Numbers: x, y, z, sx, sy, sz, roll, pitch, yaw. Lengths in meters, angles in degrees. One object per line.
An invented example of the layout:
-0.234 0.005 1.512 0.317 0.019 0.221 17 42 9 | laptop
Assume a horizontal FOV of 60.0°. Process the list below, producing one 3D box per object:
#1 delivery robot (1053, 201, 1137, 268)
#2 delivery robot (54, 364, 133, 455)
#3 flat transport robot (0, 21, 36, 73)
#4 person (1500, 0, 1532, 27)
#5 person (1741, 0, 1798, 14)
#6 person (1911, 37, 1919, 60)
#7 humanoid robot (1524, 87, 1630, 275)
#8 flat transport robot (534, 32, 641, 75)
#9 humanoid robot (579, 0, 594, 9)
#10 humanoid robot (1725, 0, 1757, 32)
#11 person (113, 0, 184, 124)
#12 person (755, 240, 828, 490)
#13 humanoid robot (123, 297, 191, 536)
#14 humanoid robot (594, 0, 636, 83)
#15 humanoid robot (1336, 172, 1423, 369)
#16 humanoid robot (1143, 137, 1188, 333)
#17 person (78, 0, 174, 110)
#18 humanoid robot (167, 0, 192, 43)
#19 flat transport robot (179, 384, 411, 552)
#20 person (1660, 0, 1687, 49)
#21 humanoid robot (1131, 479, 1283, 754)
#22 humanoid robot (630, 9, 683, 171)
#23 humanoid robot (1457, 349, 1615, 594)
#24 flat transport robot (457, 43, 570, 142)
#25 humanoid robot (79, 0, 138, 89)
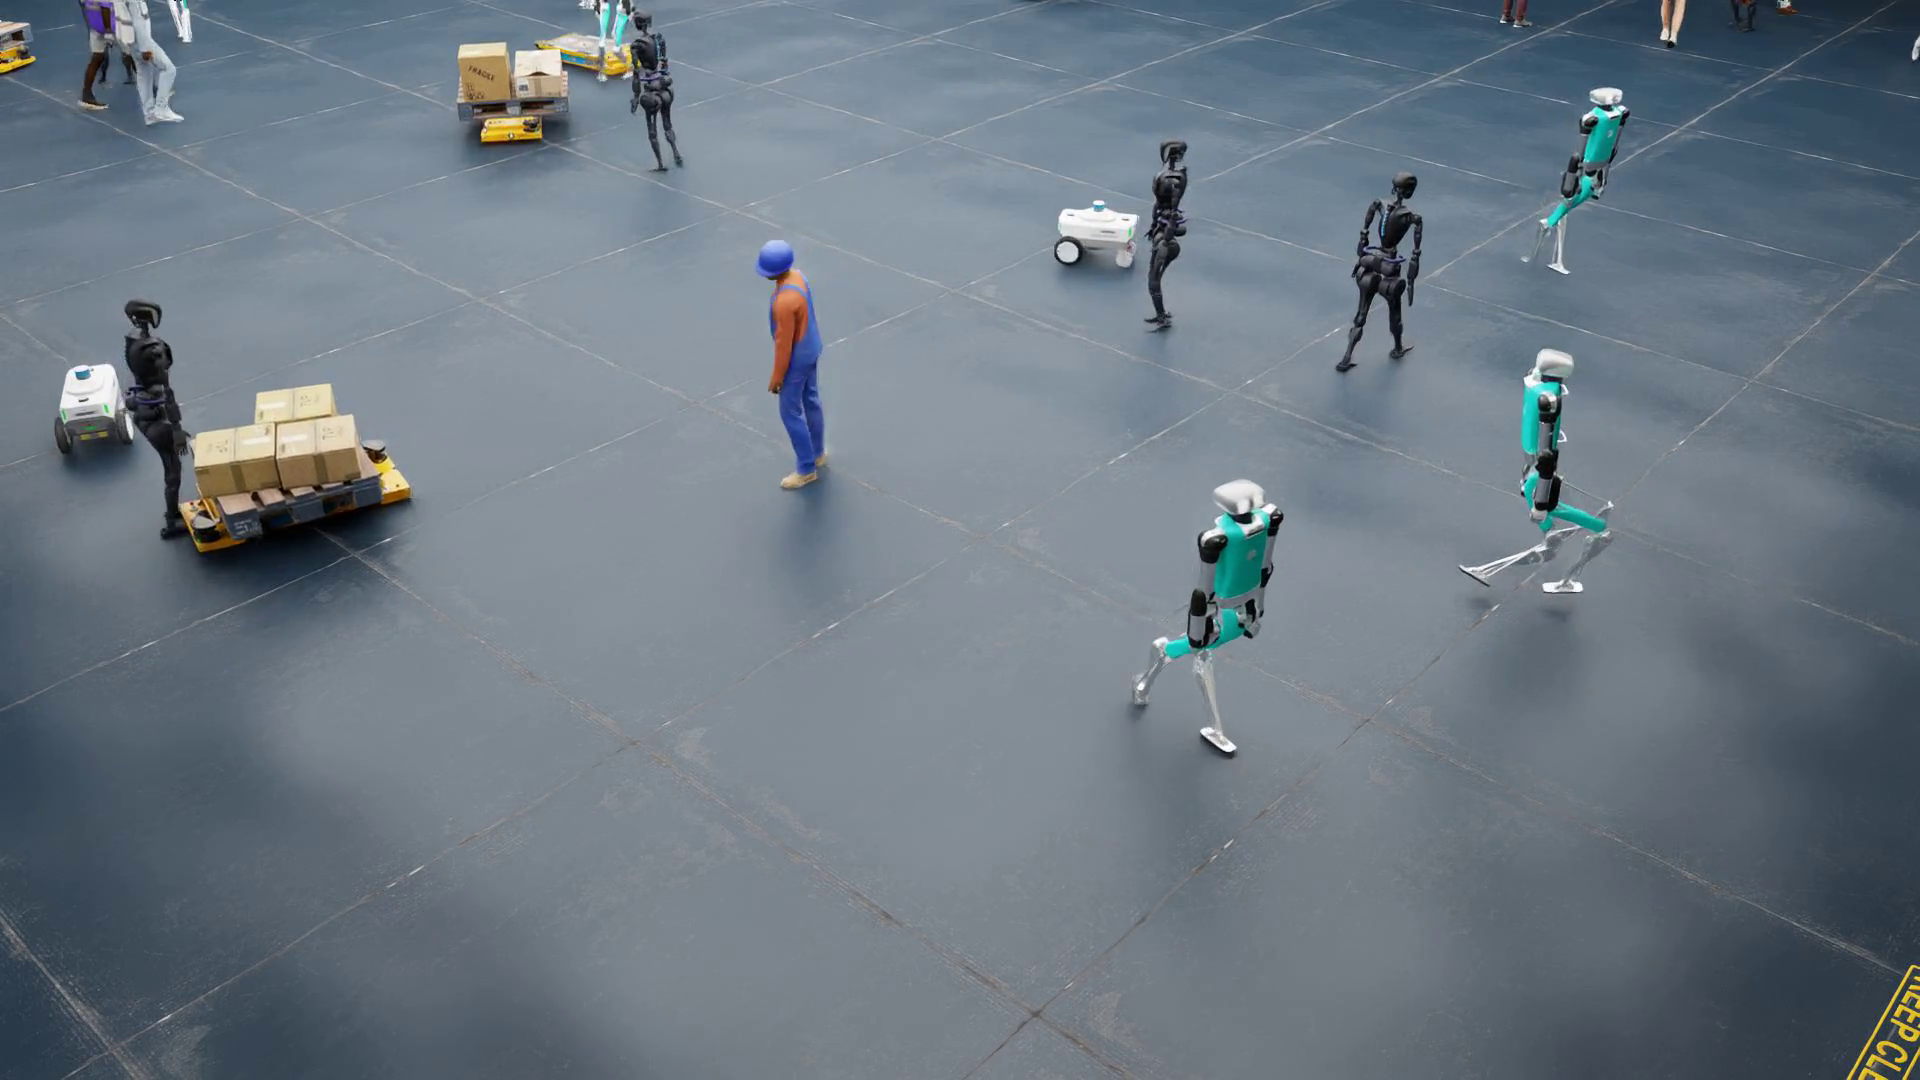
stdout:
1.256 -2.857 15.495 0.796 0.606 0.499 7 33 11 | delivery robot
-6.539 -1.010 12.526 0.499 0.612 0.816 -11 33 -17 | delivery robot
-12.482 -6.071 20.930 1.431 0.231 0.659 9 33 14 | flat transport robot
7.600 -7.827 22.302 0.380 1.805 0.552 -16 35 -24 | person
11.348 -8.231 22.982 0.534 1.780 0.969 -11 33 -17 | person
12.163 -6.597 20.484 0.519 1.621 0.577 3 32 5 | person
5.487 -3.197 15.023 0.530 1.893 0.748 -17 36 -26 | humanoid robot
-4.693 -6.171 21.091 1.431 0.231 0.659 20 37 29 | flat transport robot
-5.210 -8.248 23.035 0.792 1.759 0.558 -7 33 -11 | humanoid robot
10.540 -7.570 22.020 0.418 1.640 0.616 -14 34 -21 | humanoid robot
-9.148 -5.620 18.666 0.537 1.901 0.592 -26 40 -35 | person
-1.144 -1.307 11.757 0.374 1.873 0.689 6 32 9 | person
-5.417 -0.847 11.196 0.413 1.639 0.602 -27 41 -36 | humanoid robot
-4.204 -6.385 20.083 0.540 1.788 0.808 2 32 3 | humanoid robot
3.422 -2.182 13.381 0.778 1.626 0.611 -25 40 -34 | humanoid robot
1.709 -2.571 13.952 0.347 1.651 0.599 -3 32 -4 | humanoid robot
-9.877 -5.959 19.194 1.045 1.910 0.608 -28 41 -37 | person
-10.228 -7.341 21.573 0.578 1.741 0.956 -4 32 -6 | humanoid robot
-4.666 -0.317 11.664 1.431 0.231 0.659 -19 36 -27 | flat transport robot
9.259 -7.292 21.423 0.537 1.814 0.967 13 34 20 | person
1.278 0.344 9.239 0.552 1.804 0.917 -20 37 -29 | humanoid robot
-3.194 -4.704 17.404 0.362 1.648 0.592 16 35 24 | humanoid robot
3.716 -0.352 10.321 1.017 1.734 0.559 4 32 6 | humanoid robot
-5.061 -4.869 18.995 0.659 0.231 1.431 -6 32 -10 | flat transport robot
-10.226 -6.243 19.883 0.381 1.654 0.602 14 35 22 | humanoid robot
